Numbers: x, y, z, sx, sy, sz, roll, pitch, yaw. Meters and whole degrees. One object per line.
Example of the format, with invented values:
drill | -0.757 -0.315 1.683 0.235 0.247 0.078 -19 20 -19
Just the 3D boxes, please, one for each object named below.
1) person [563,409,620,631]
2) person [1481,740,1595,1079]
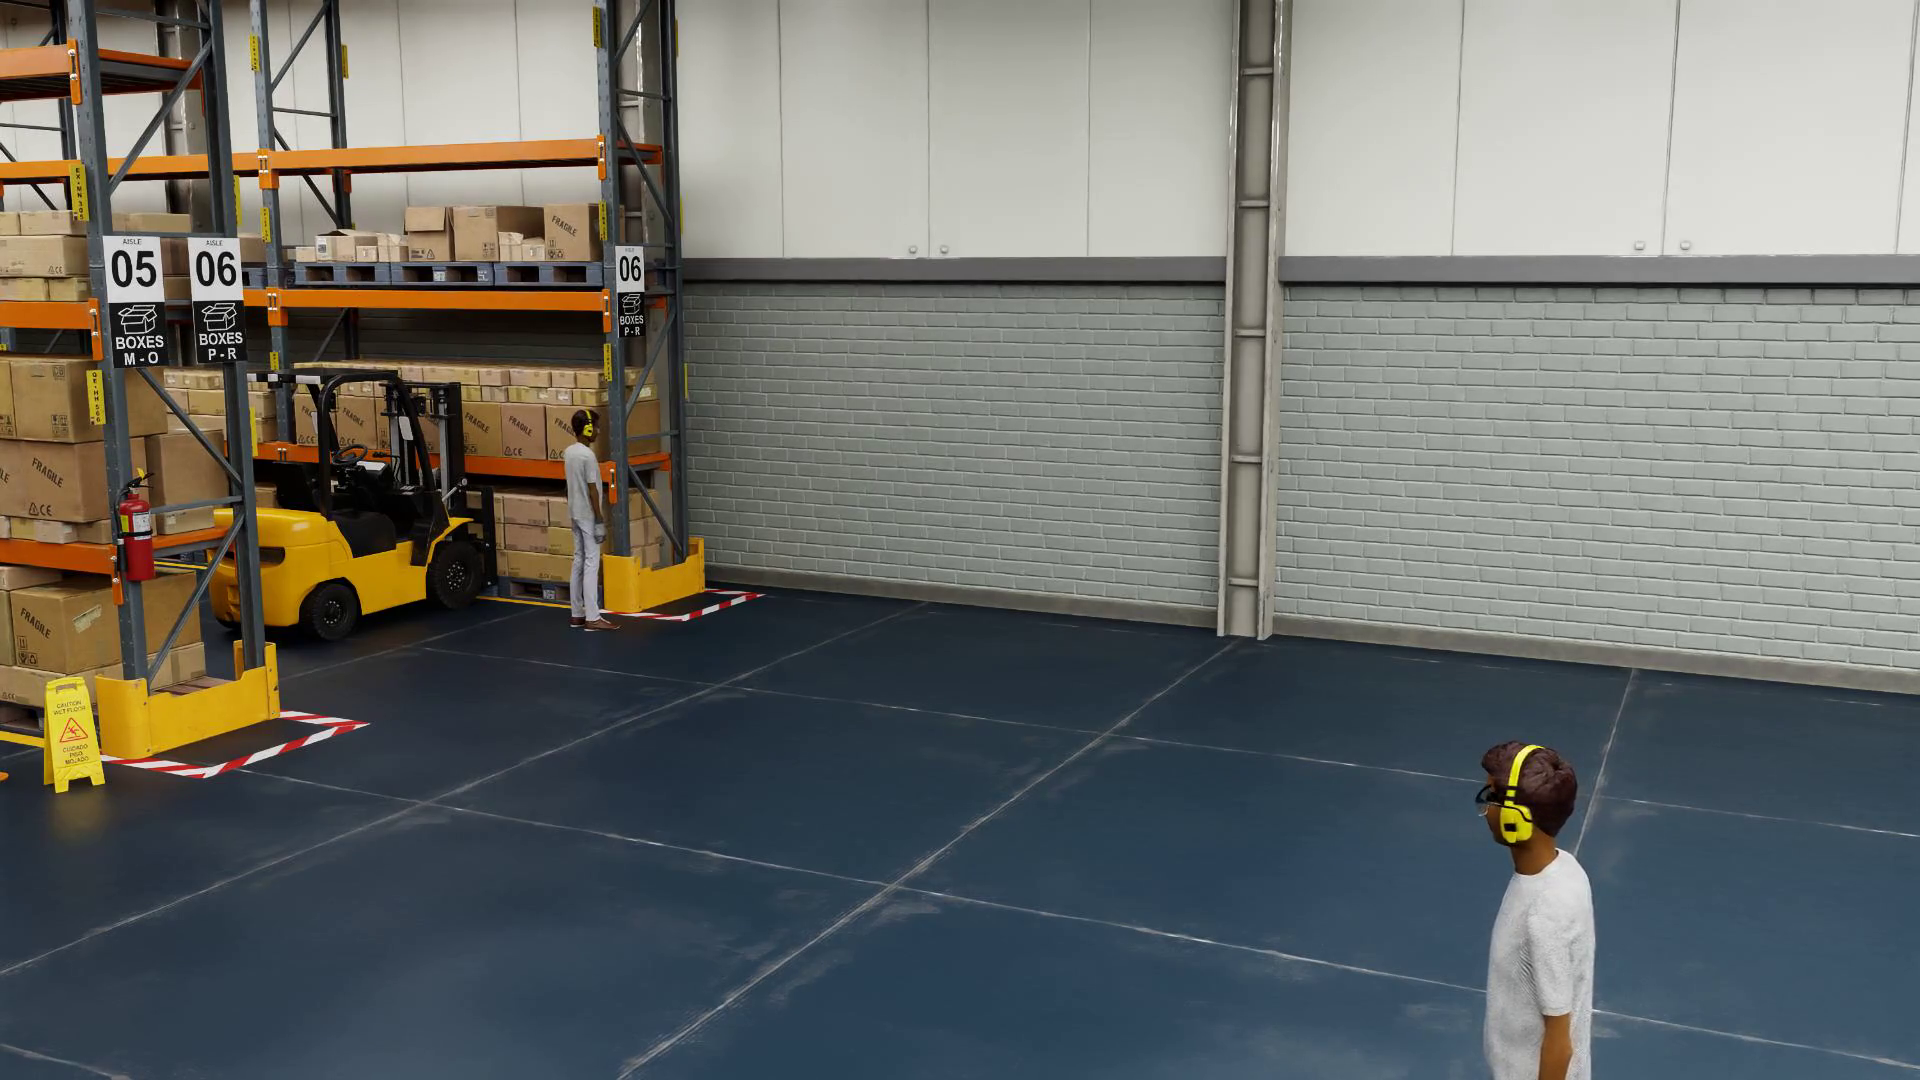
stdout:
person | -3.126 -0.167 13.990 0.328 1.867 0.509 -8 12 -40
person | 1.437 1.425 4.231 0.314 1.862 0.530 3 10 18
